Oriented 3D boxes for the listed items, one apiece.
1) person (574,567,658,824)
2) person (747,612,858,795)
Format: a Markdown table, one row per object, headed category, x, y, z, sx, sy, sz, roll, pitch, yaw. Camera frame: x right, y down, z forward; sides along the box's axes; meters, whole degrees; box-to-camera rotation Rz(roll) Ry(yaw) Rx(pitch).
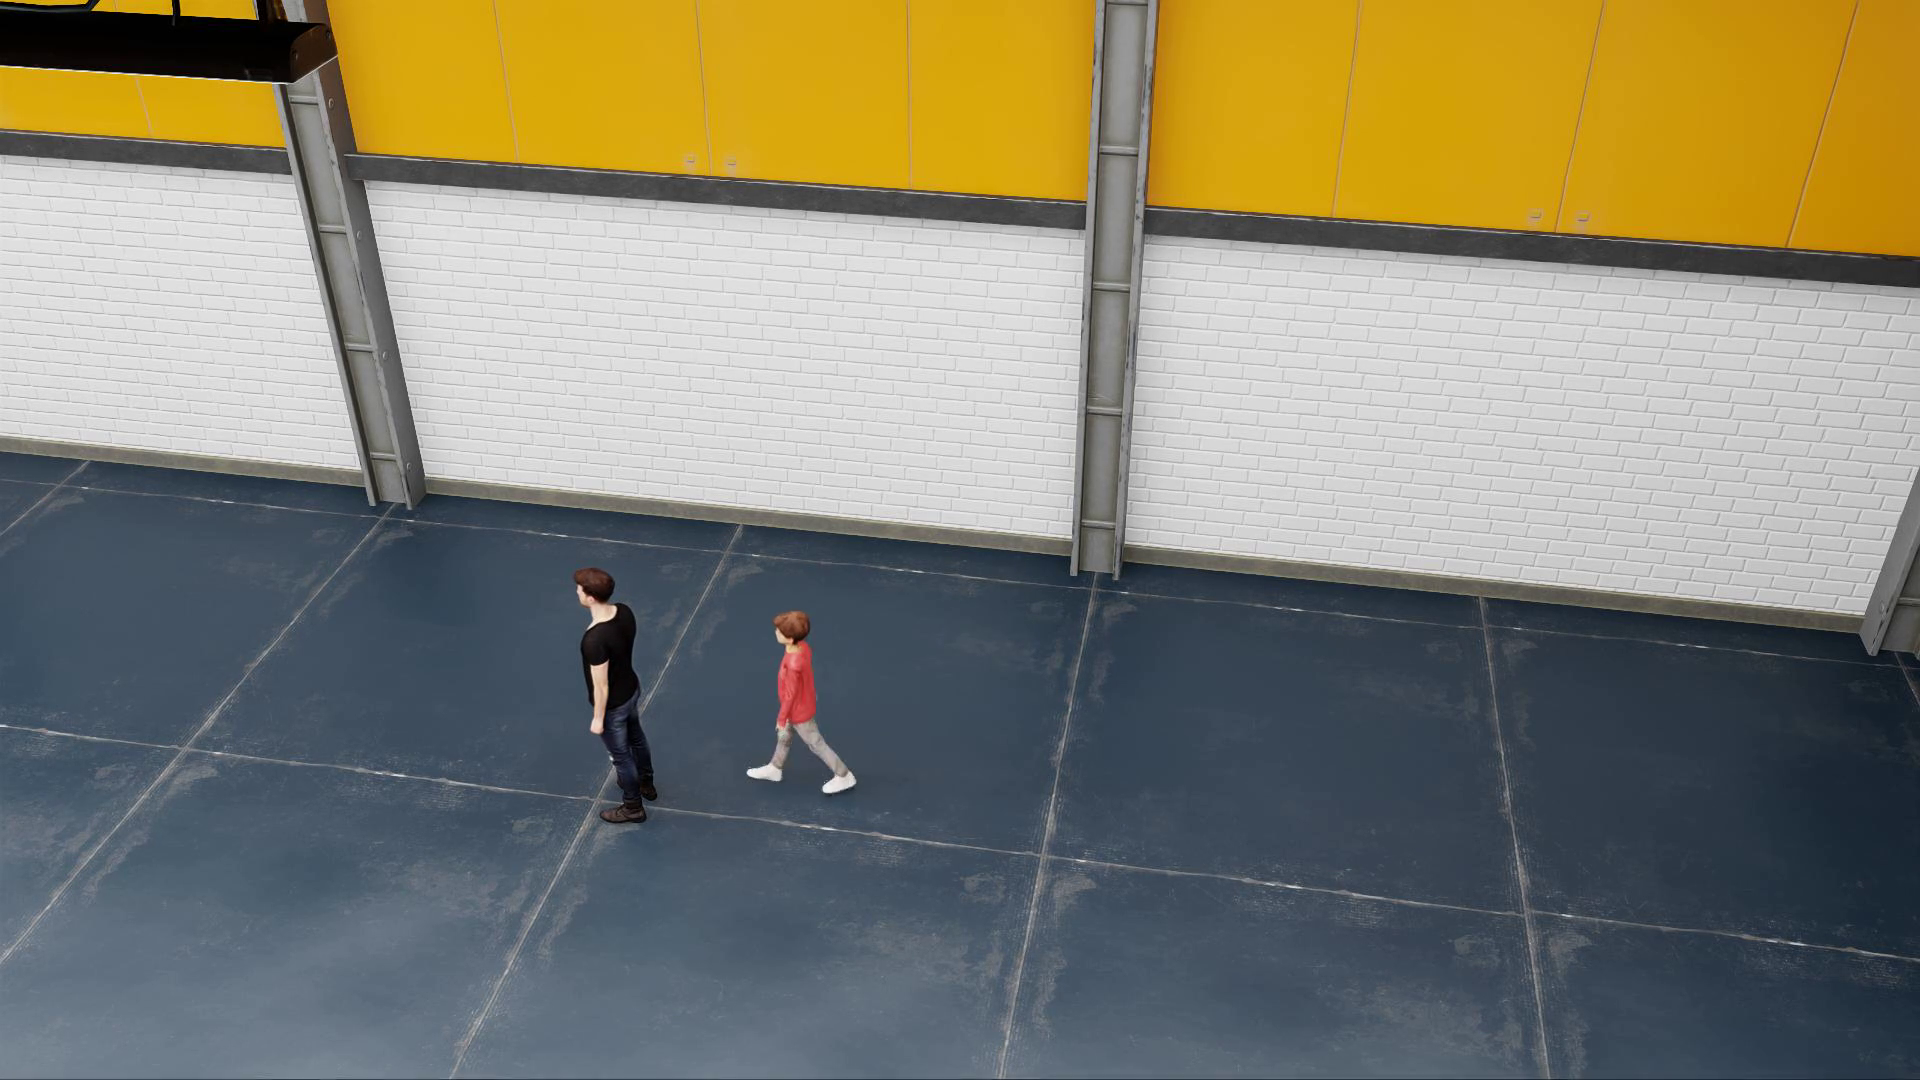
| category | x | y | z | sx | sy | sz | roll | pitch | yaw |
| --- | --- | --- | --- | --- | --- | --- | --- | --- | --- |
| person | -2.173 | 0.983 | 10.510 | 0.567 | 1.895 | 0.698 | 8 | 34 | 11 |
| person | -0.969 | 1.082 | 10.816 | 1.000 | 1.391 | 0.639 | 0 | 34 | 0 |
